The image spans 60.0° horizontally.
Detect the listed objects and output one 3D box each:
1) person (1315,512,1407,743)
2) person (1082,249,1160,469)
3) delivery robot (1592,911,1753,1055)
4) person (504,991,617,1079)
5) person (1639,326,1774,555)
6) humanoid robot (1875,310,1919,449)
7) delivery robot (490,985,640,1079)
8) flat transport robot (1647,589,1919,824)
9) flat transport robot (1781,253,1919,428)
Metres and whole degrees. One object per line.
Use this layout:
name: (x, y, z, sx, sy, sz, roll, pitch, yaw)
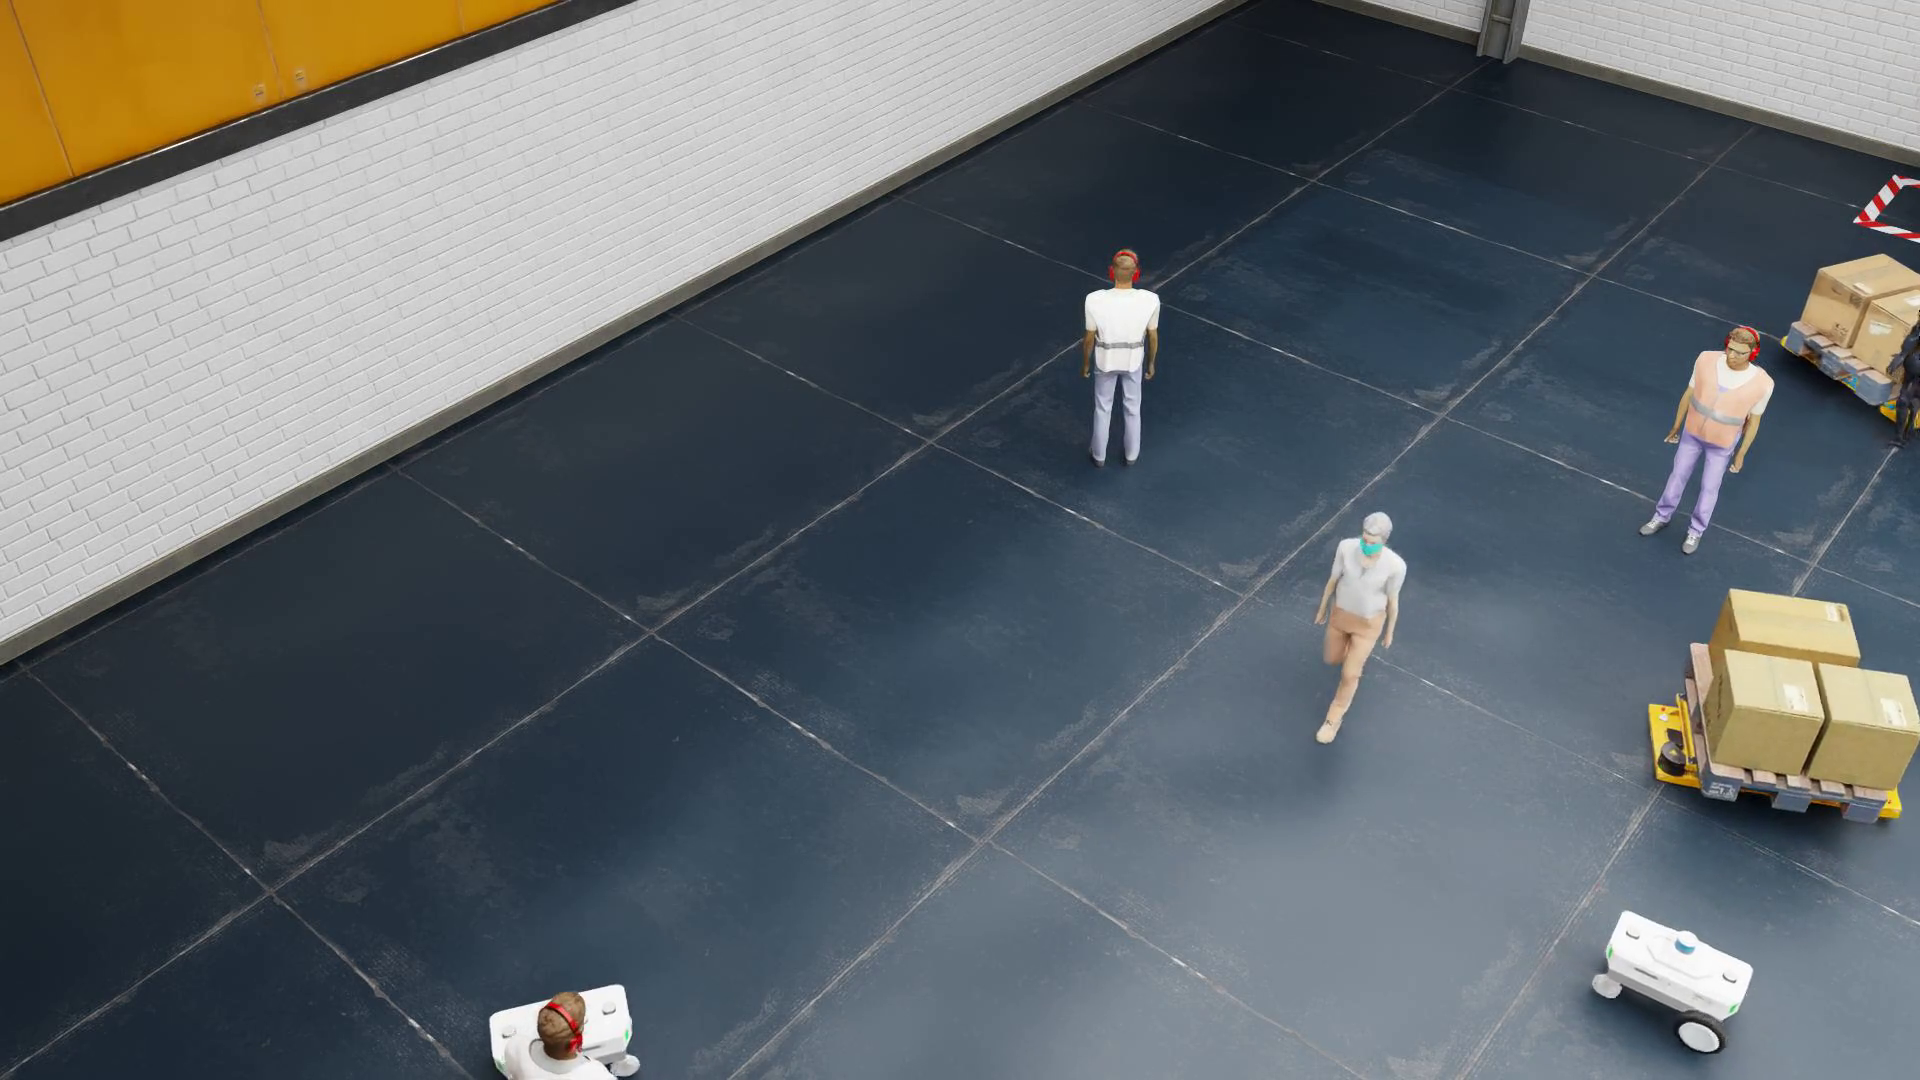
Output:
person: (2.526, 0.469, 10.538, 0.488, 1.724, 0.665, 23, 44, 26)
person: (1.212, -1.347, 12.704, 0.565, 1.841, 0.378, 0, 39, 0)
delivery robot: (3.927, 2.378, 9.104, 0.774, 0.592, 0.499, 23, 44, 26)
person: (-1.761, 2.742, 7.635, 0.566, 1.835, 0.377, 15, 41, 18)
person: (5.398, -0.738, 11.948, 0.562, 1.843, 0.390, 31, 48, 33)
humanoid robot: (7.587, -1.485, 13.010, 0.587, 1.650, 0.357, -18, 42, -21)
delivery robot: (-2.107, 2.627, 8.780, 0.747, 0.572, 0.499, -10, 40, -13)
flat transport robot: (5.172, 1.364, 10.593, 1.431, 0.231, 0.659, 8, 40, 10)
flat transport robot: (7.742, -1.435, 14.067, 0.659, 0.231, 1.431, -14, 41, -17)
